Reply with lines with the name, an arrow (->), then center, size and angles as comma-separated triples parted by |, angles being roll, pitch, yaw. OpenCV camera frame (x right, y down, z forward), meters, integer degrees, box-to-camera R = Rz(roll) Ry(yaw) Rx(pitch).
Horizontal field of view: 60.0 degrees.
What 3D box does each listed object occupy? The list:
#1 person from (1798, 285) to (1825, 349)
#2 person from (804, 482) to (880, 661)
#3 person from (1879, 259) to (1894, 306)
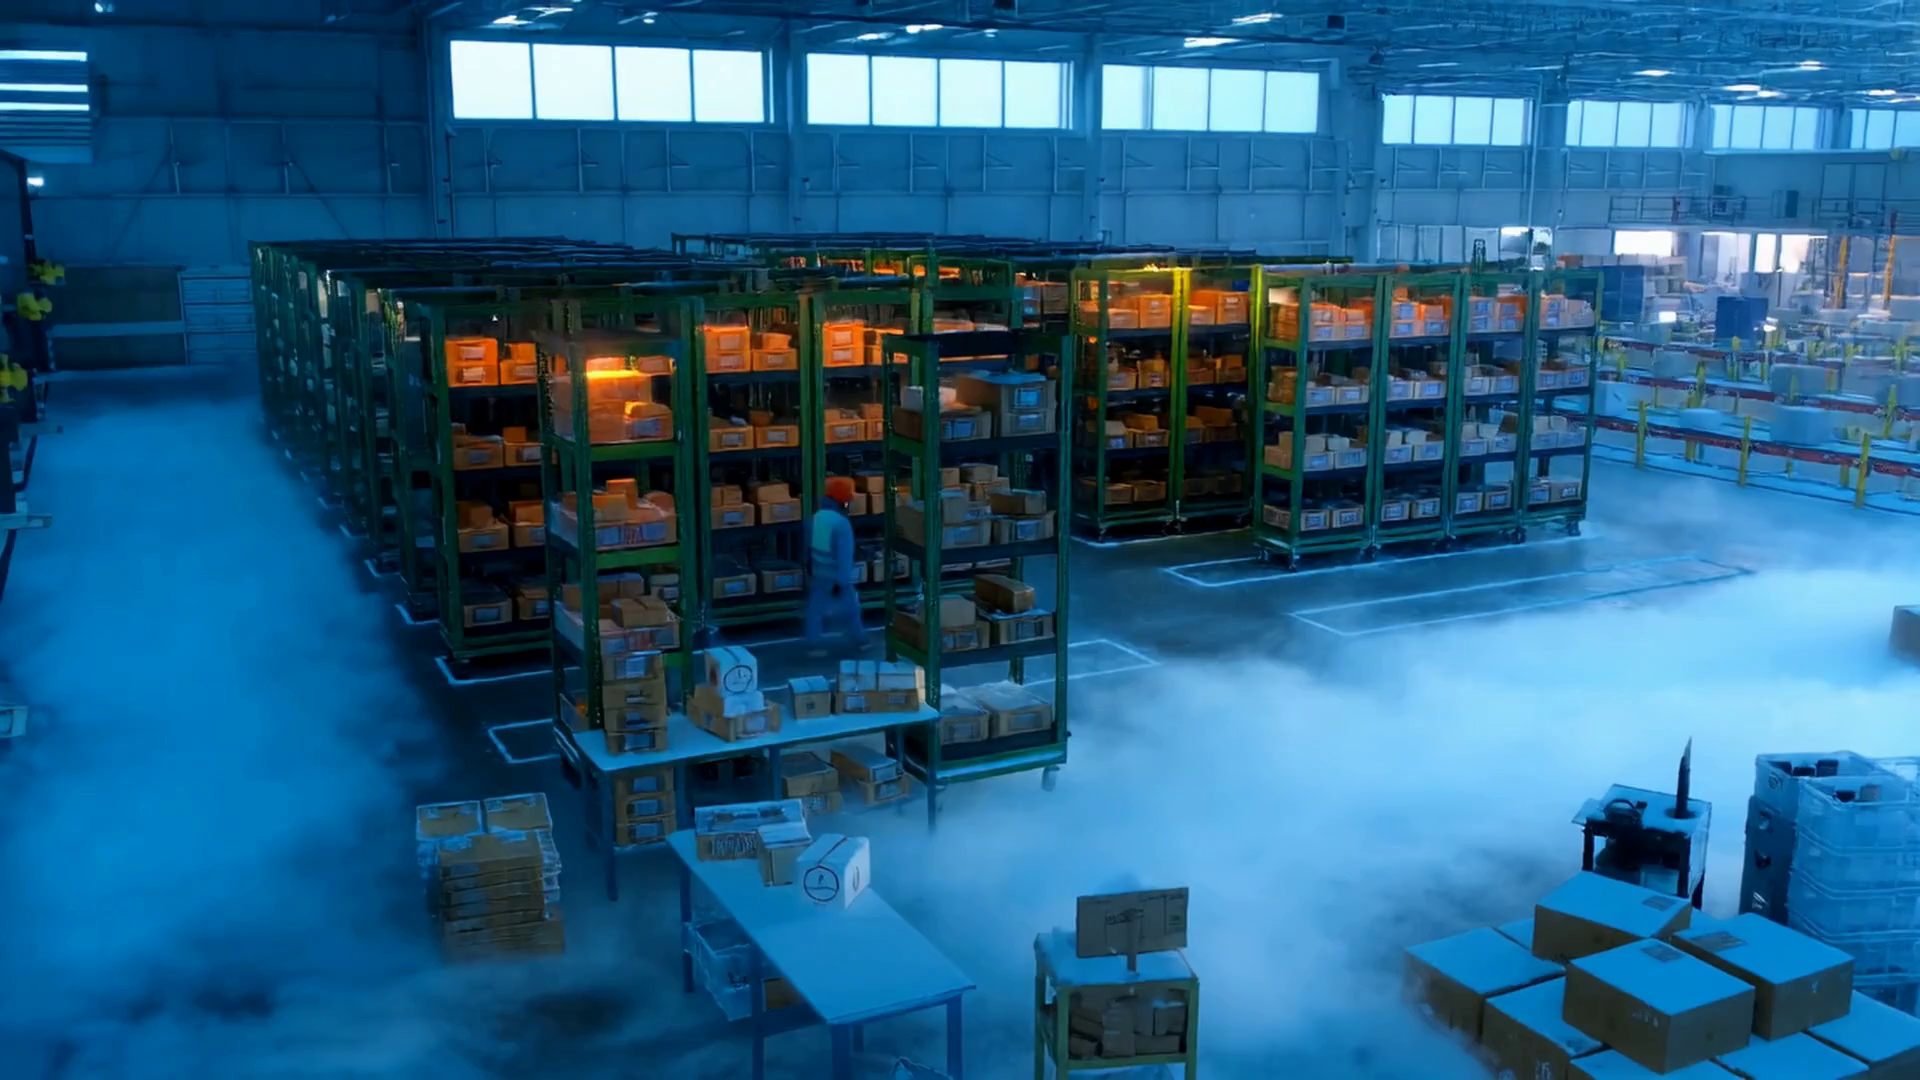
person -> 24.643, -6.460, 48.173 | 0.662, 1.845, 1.007 | 2, 12, 10
person -> -1.208, 0.303, 16.682 | 0.911, 1.777, 0.592 | -11, 17, -43
person -> 36.163, -10.026, 64.862 | 0.516, 1.836, 0.341 | -9, 15, -35
